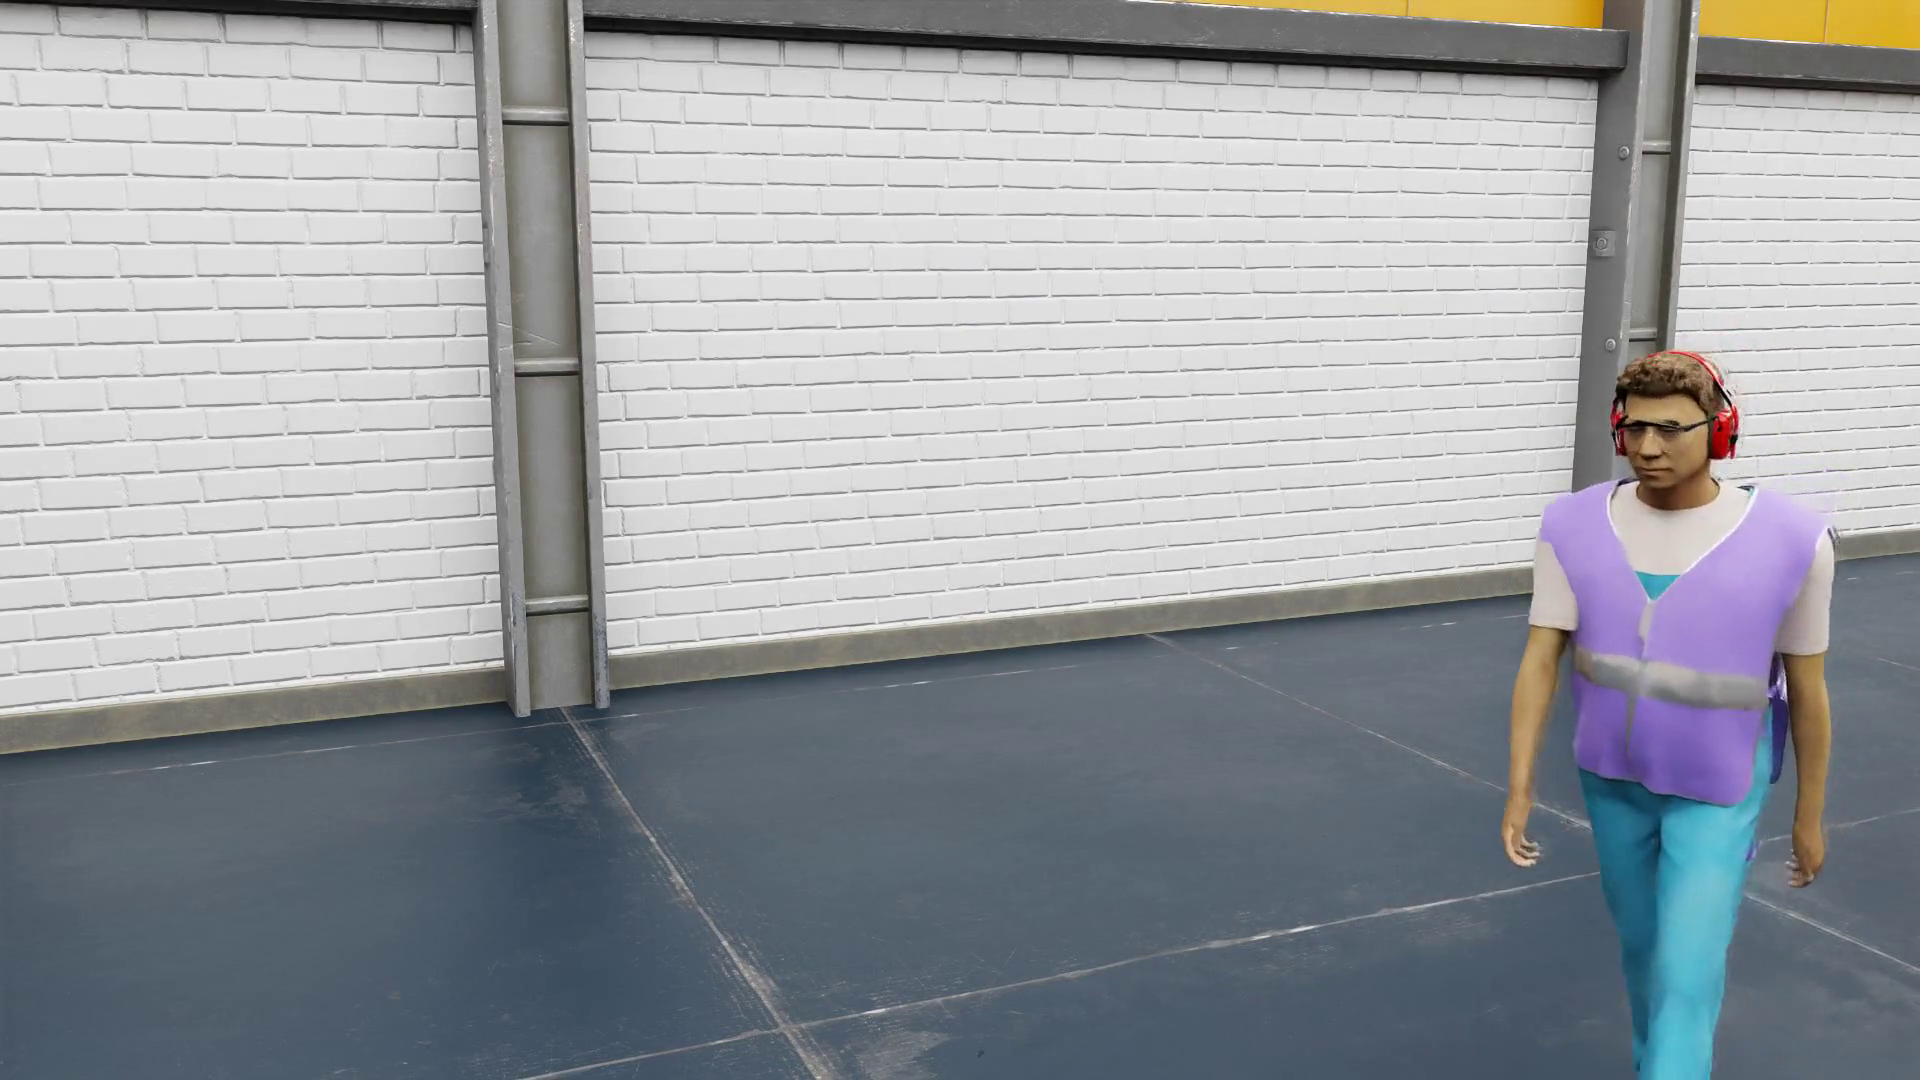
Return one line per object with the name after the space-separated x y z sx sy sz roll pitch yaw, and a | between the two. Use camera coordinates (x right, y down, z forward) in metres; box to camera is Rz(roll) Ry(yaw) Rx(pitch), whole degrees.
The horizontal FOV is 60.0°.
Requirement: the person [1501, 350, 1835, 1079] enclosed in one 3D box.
1.384 0.527 3.364 0.566 1.797 0.971 10 14 43 | person
